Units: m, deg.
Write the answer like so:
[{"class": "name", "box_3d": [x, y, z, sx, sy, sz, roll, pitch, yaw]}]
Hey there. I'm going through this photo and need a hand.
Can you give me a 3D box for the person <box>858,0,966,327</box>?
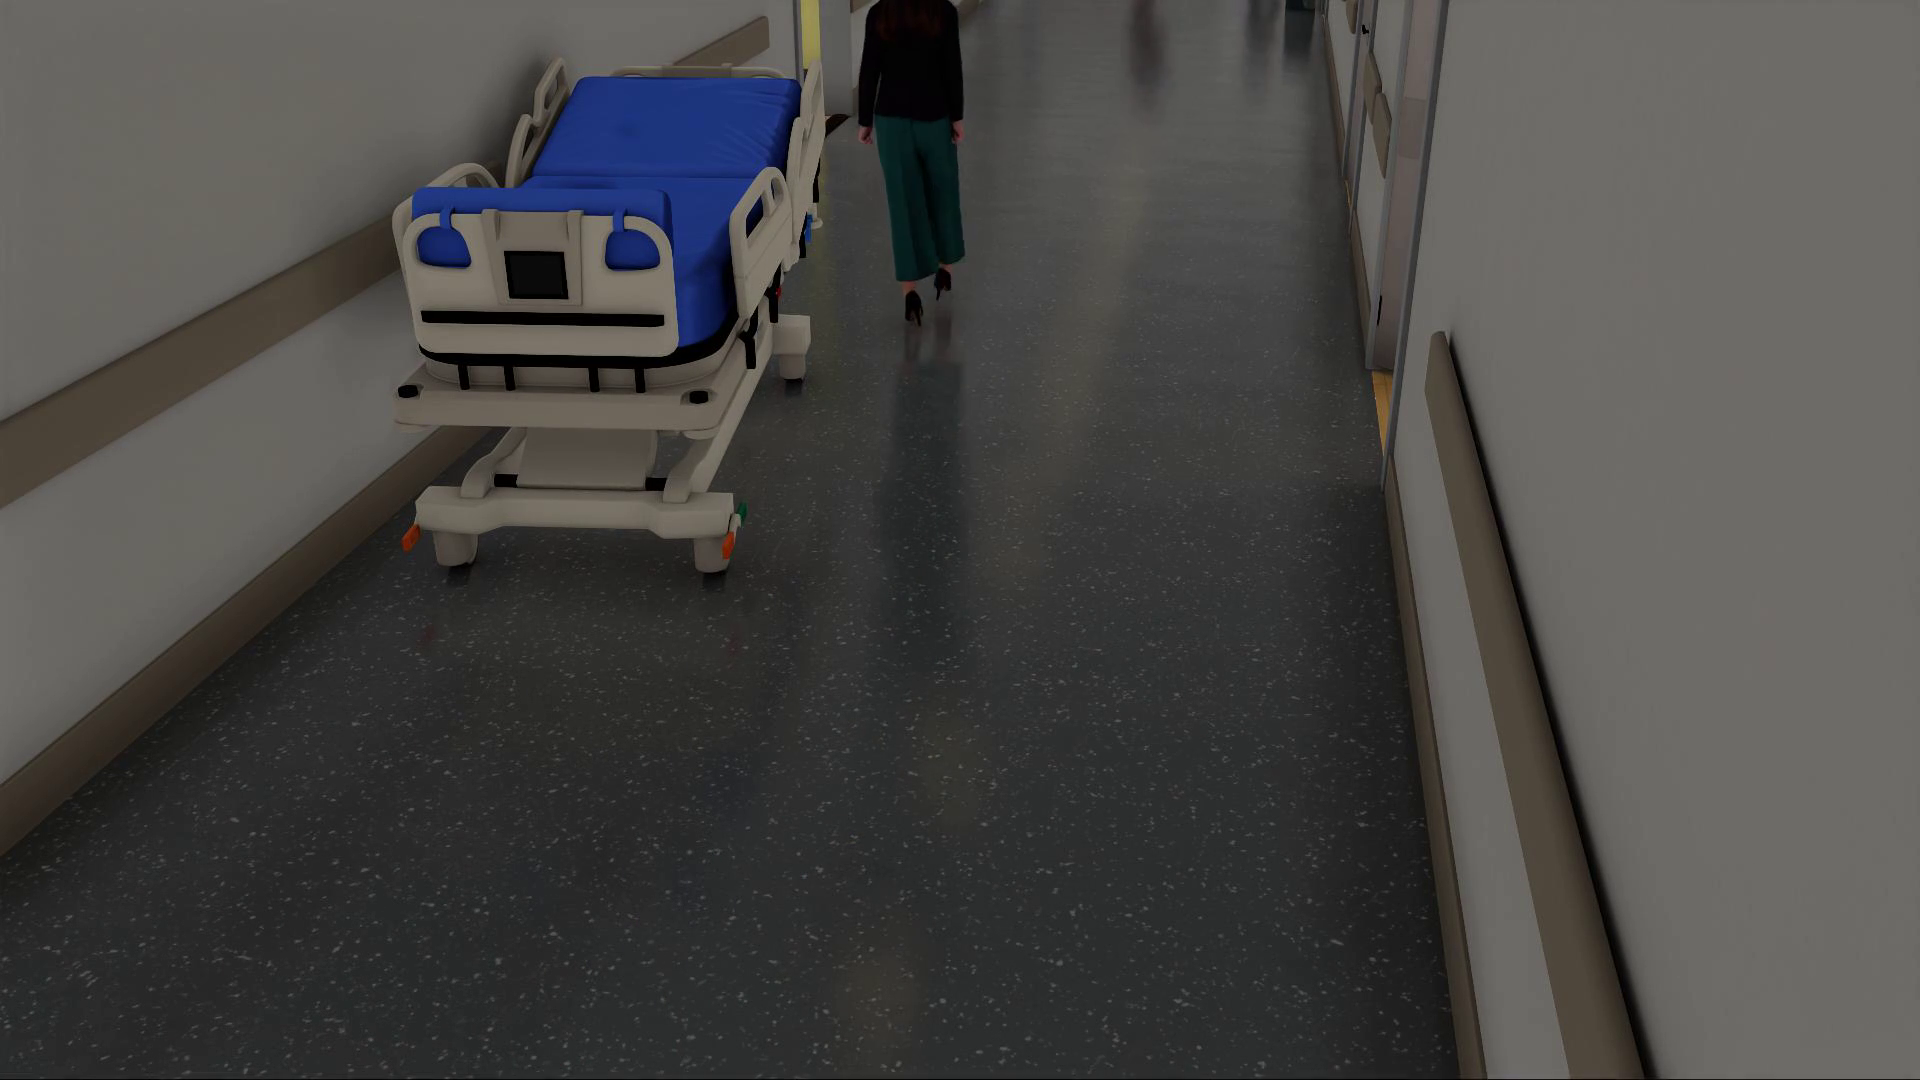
[{"class": "person", "box_3d": [-0.198, -1.793, 7.439, 0.841, 1.721, 0.813, -1, 26, -1]}]
